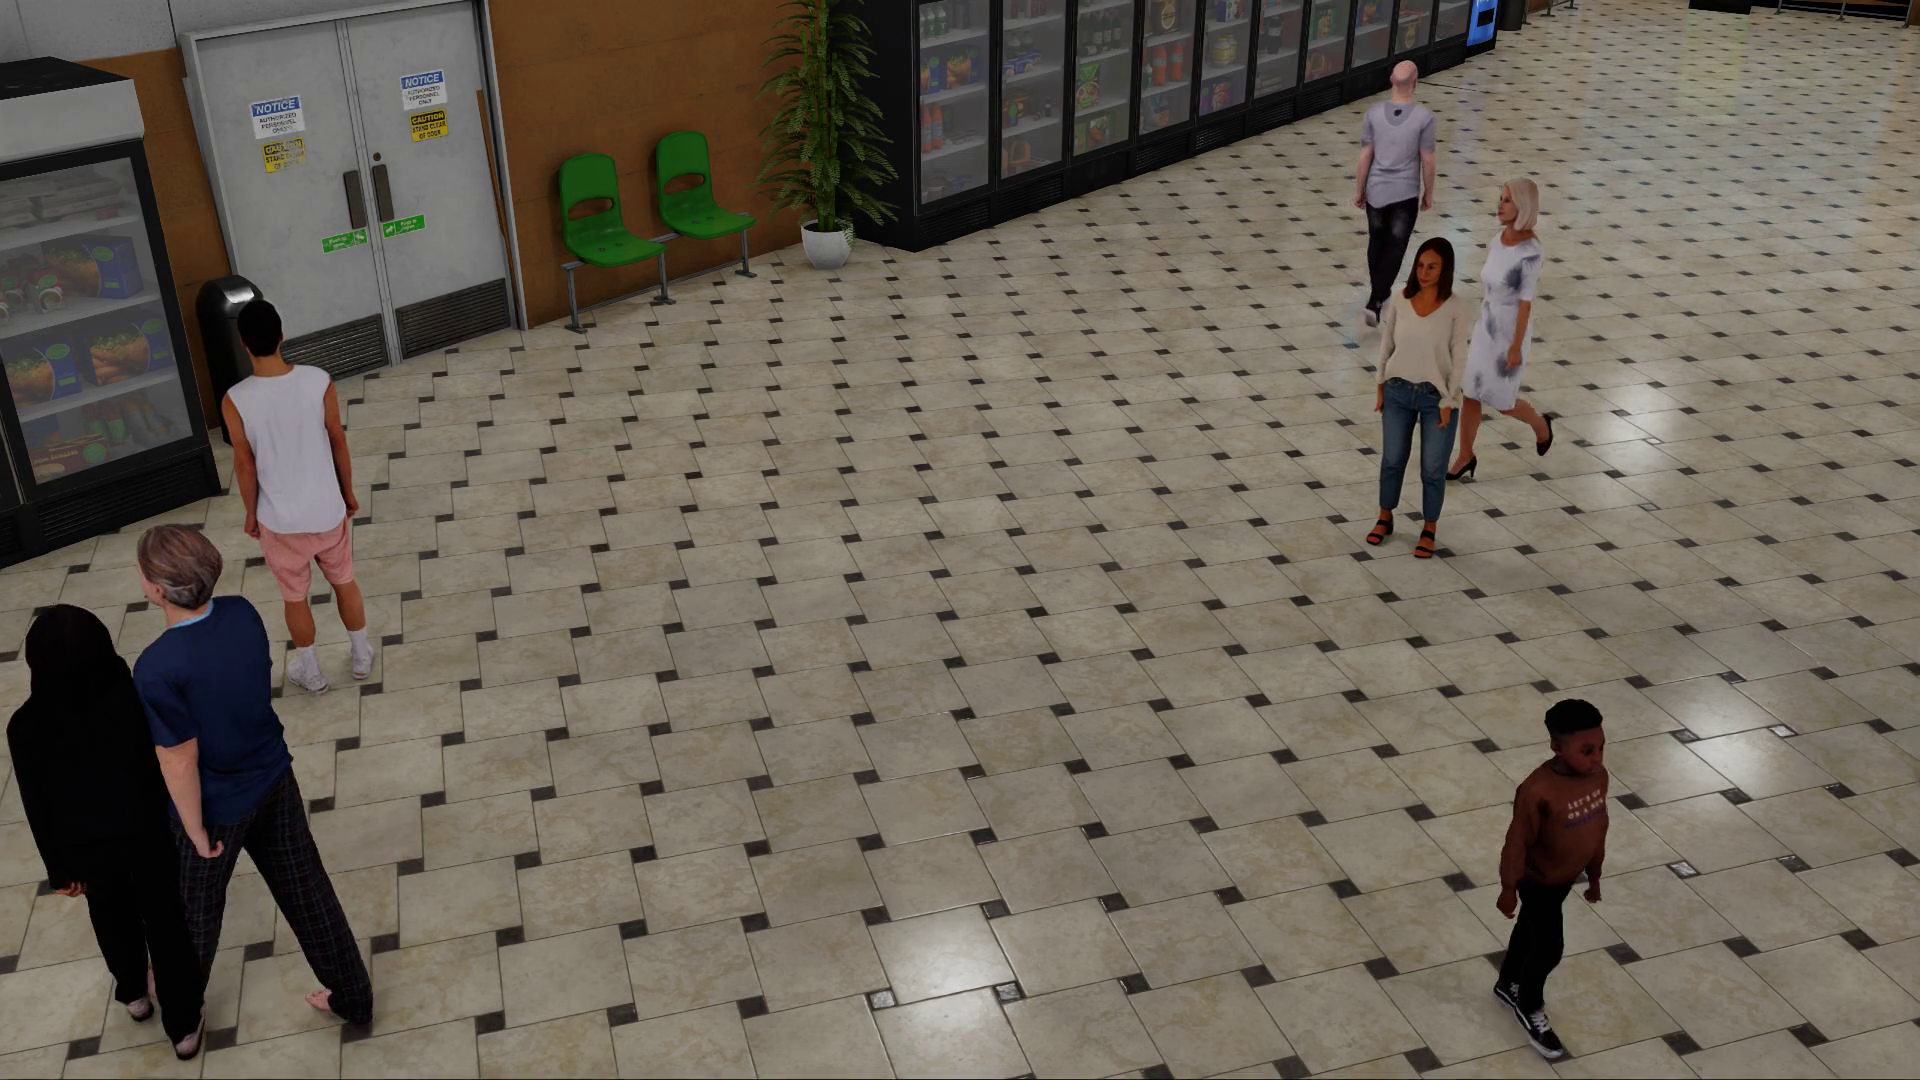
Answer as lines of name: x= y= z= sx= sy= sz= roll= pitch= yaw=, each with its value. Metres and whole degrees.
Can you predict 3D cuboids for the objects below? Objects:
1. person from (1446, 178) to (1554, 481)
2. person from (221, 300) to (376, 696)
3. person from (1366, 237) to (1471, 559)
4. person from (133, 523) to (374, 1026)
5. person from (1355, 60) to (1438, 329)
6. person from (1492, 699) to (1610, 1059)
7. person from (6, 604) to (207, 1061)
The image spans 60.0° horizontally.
person: x=3.048 y=-1.119 z=9.157 sx=0.891 sy=1.729 sz=0.957 roll=-11 pitch=29 yaw=-20
person: x=-2.863 y=-0.161 z=7.202 sx=0.698 sy=1.789 sz=0.666 roll=-17 pitch=31 yaw=-30
person: x=2.344 y=-0.726 z=8.441 sx=0.491 sy=1.676 sz=0.676 roll=18 pitch=32 yaw=32
person: x=-2.208 y=0.811 z=5.238 sx=1.135 sy=1.831 sz=0.844 roll=12 pitch=29 yaw=22
person: x=2.971 y=-2.360 z=11.525 sx=1.213 sy=1.801 sz=0.911 roll=14 pitch=30 yaw=25
person: x=1.877 y=1.039 z=5.434 sx=0.617 sy=1.248 sz=0.658 roll=-15 pitch=30 yaw=-27
person: x=-2.592 y=0.967 z=5.184 sx=0.807 sy=1.603 sz=0.863 roll=-11 pitch=29 yaw=-21
